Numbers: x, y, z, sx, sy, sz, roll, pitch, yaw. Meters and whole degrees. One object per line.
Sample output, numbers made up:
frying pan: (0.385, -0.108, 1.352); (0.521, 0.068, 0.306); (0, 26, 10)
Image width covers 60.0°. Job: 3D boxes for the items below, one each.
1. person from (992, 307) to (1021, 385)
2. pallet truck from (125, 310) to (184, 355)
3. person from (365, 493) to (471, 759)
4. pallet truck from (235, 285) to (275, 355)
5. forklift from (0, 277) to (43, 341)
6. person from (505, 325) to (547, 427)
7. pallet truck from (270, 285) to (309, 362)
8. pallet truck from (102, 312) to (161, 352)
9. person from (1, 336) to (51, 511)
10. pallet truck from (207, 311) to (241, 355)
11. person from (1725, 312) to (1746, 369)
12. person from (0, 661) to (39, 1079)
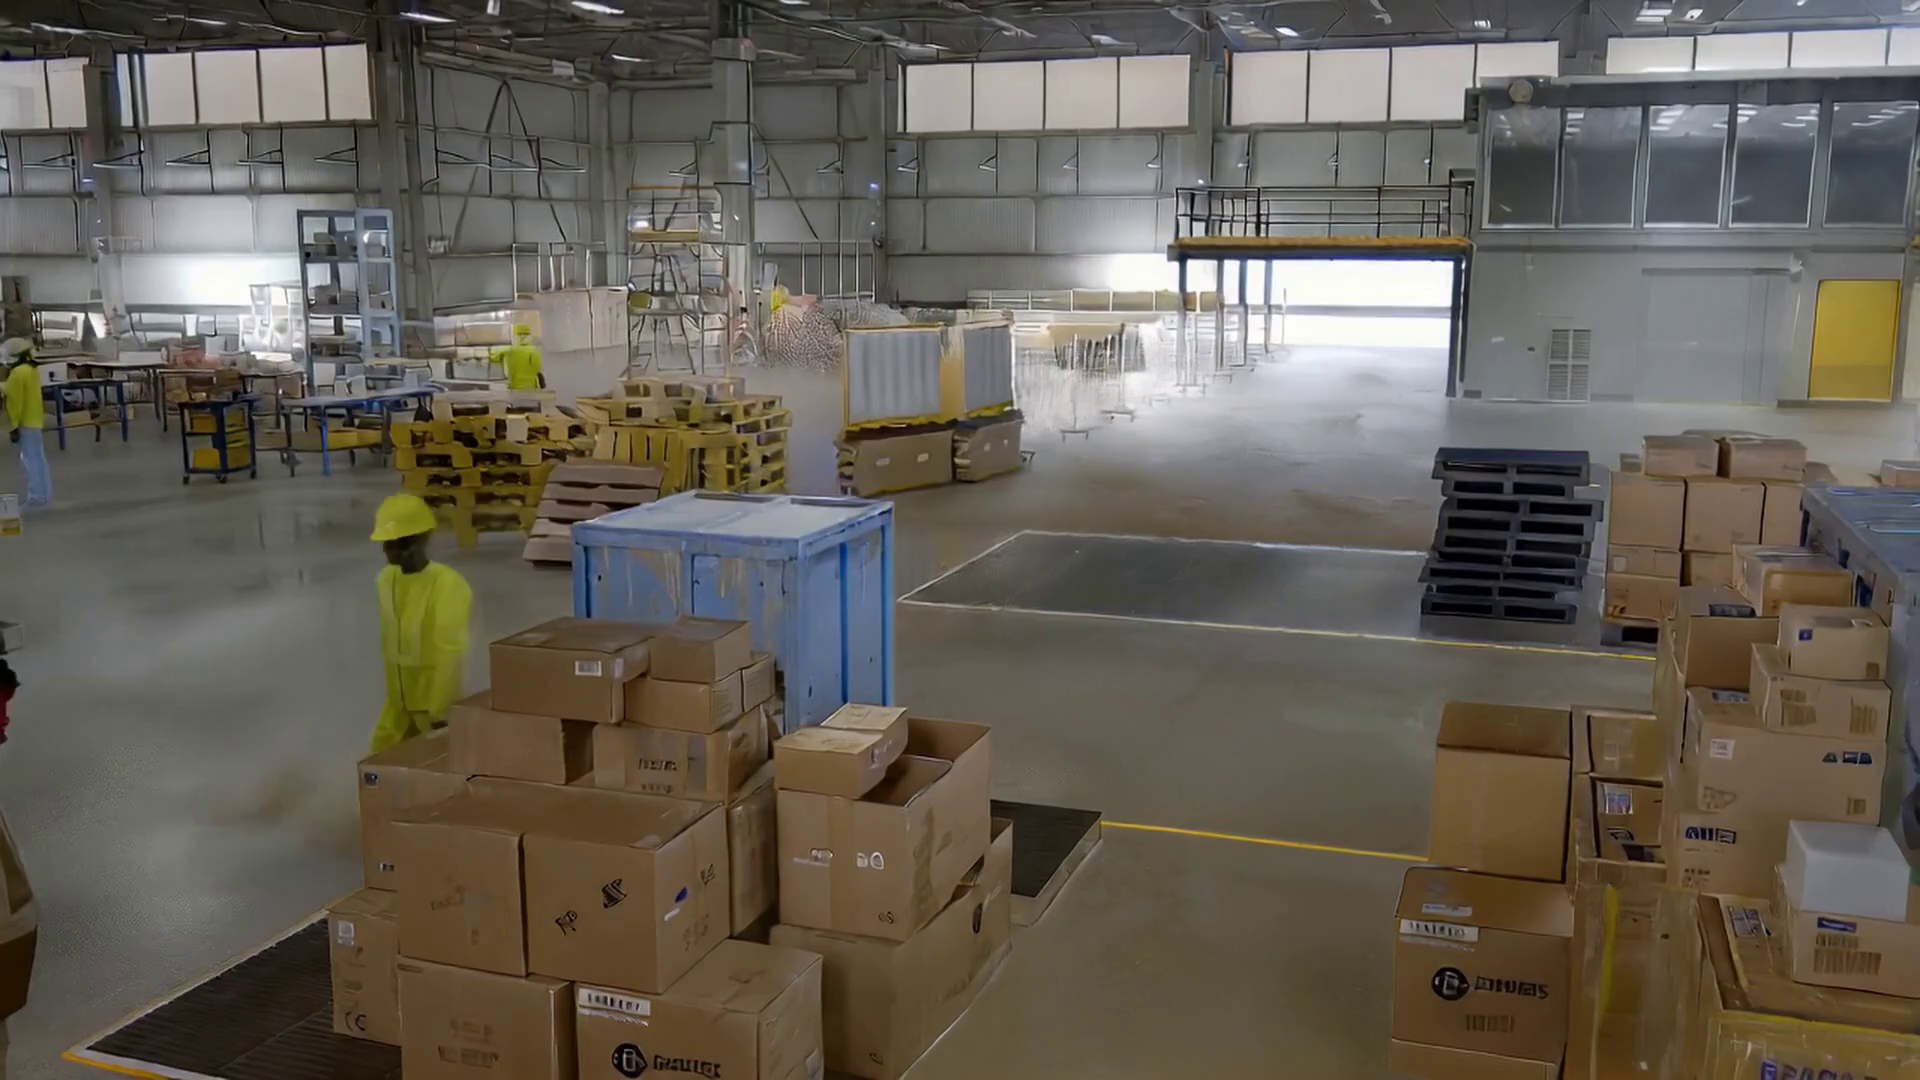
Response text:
person: (0.991, -4.261, 36.412); (0.512, 1.694, 0.839); (-7, 12, -34)
pallet truck: (-22.038, -5.665, 45.457); (0.704, 1.261, 1.522); (3, 11, 17)
person: (-2.478, 0.740, 7.614); (0.552, 1.923, 0.470); (4, 11, 24)
pallet truck: (-18.327, -5.835, 44.421); (0.823, 1.965, 1.885); (4, 11, 23)
forklift: (-27.151, -6.329, 46.328); (1.157, 1.987, 2.680); (3, 11, 17)
person: (-6.302, -2.152, 24.027); (0.545, 1.902, 0.988); (3, 11, 19)
pallet truck: (-17.147, -5.700, 43.663); (0.823, 1.965, 1.885); (3, 11, 17)
pallet truck: (-23.057, -5.777, 46.261); (0.680, 1.201, 1.601); (3, 11, 19)
person: (-10.711, -1.323, 19.051); (0.404, 1.996, 0.619); (-1, 10, -7)
pallet truck: (-19.537, -5.575, 44.913); (0.653, 1.274, 1.630); (3, 11, 19)
person: (18.283, -4.722, 39.180); (0.497, 1.625, 0.287); (6, 12, 30)
person: (-2.724, 1.257, 4.594); (0.392, 1.957, 0.607); (-5, 11, -26)
